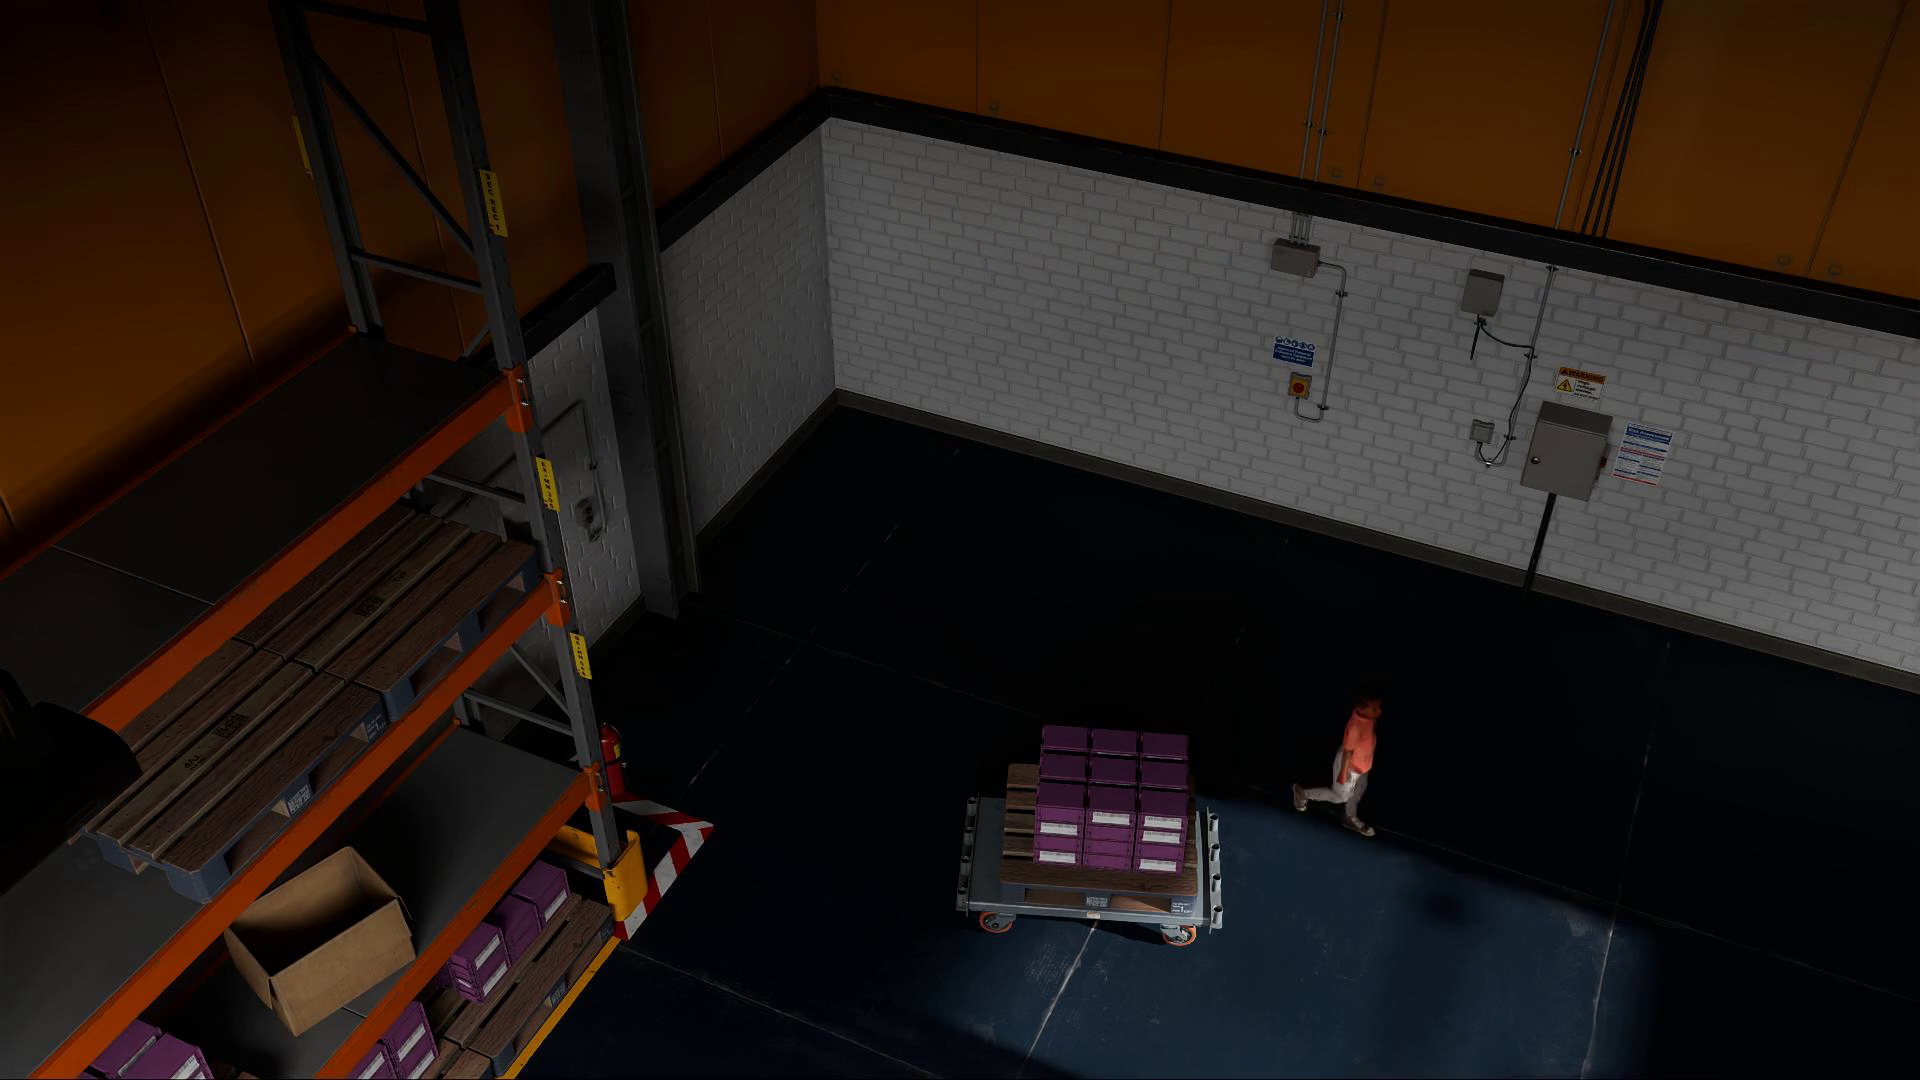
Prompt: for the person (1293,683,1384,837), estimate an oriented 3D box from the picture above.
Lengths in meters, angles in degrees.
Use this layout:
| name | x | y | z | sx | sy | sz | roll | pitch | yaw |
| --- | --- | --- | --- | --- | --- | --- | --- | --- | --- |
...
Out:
| name | x | y | z | sx | sy | sz | roll | pitch | yaw |
| --- | --- | --- | --- | --- | --- | --- | --- | --- | --- |
| person | 2.513 | 1.413 | 10.885 | 0.596 | 1.295 | 0.760 | 21 | 43 | 24 |
